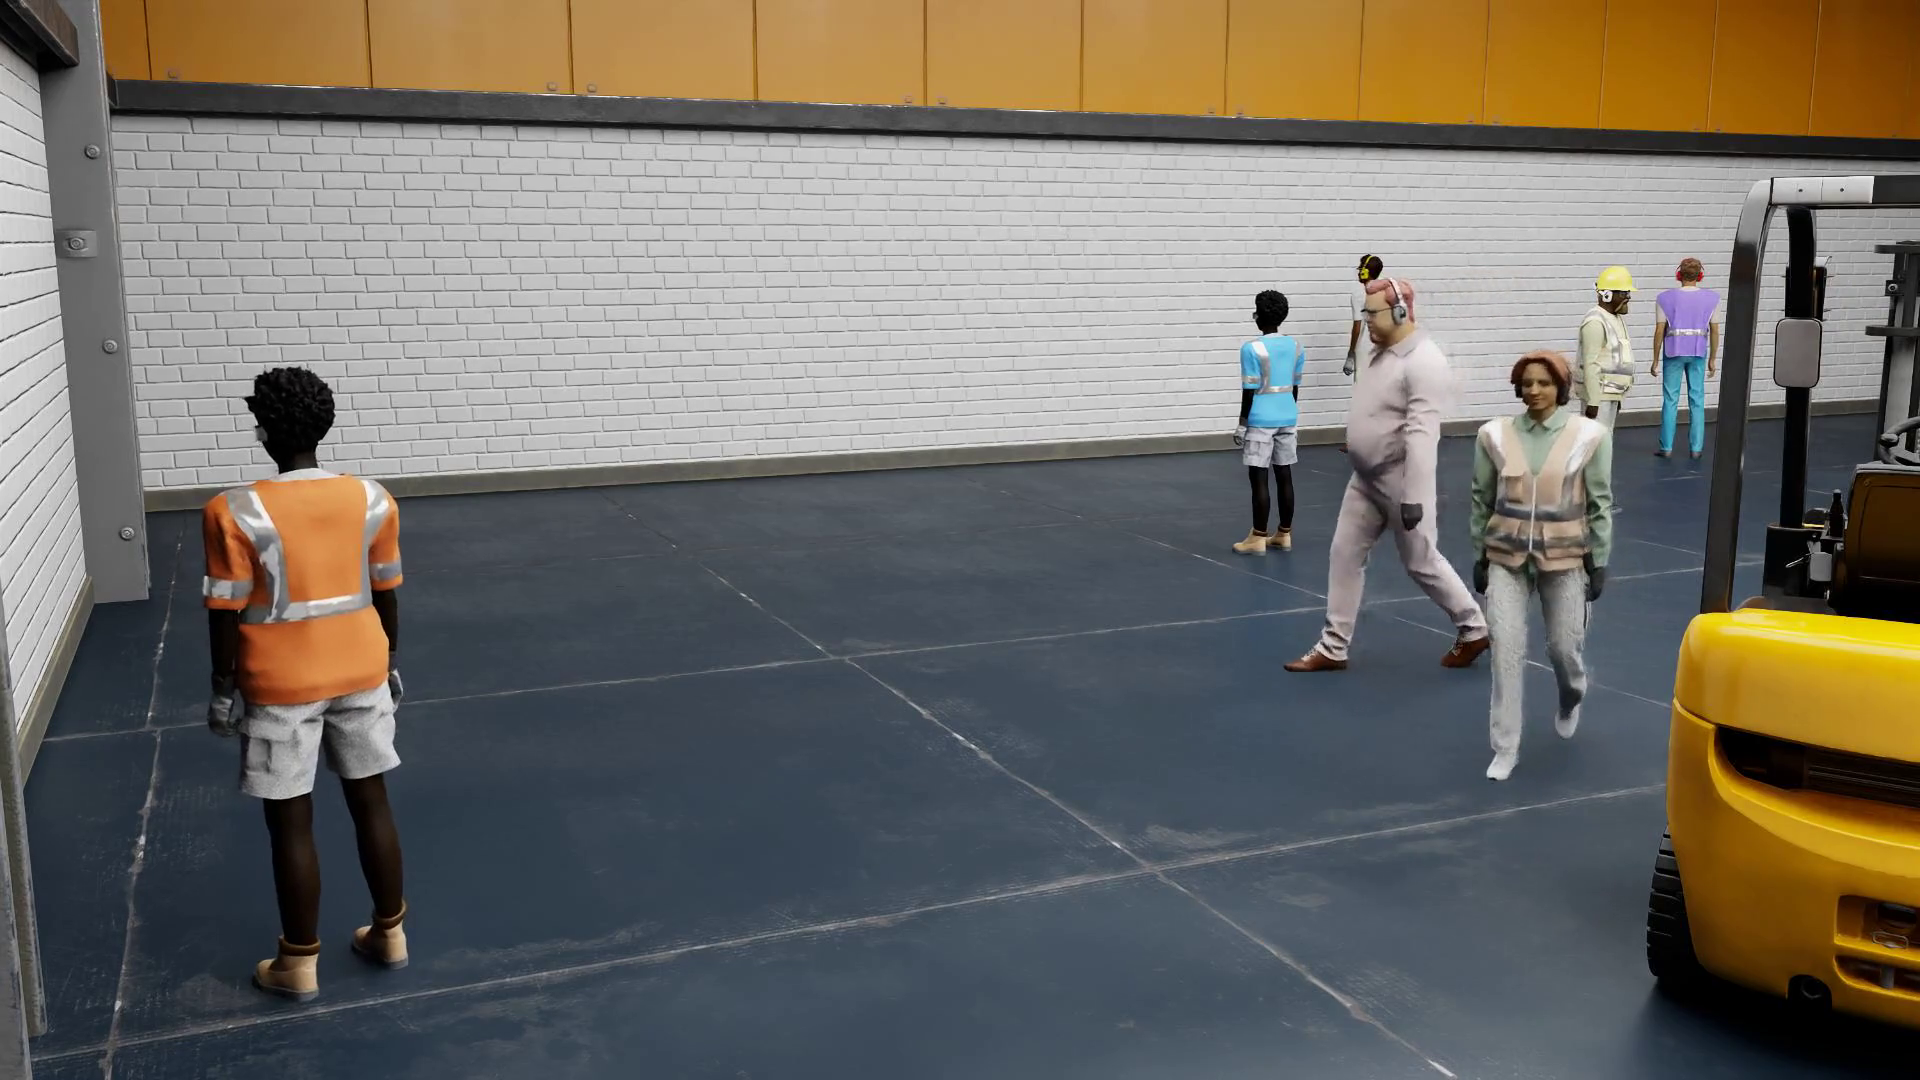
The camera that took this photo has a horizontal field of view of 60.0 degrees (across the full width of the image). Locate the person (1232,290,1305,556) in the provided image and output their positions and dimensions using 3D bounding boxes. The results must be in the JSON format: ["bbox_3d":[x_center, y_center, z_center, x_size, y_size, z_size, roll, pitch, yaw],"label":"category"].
[{"bbox_3d":[1.974,-0.747,10.669,0.532,1.696,0.319,-8,13,-36],"label":"person"}]

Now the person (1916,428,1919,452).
[{"bbox_3d":[4.498,-0.260,7.754,0.545,1.775,0.993,-7,12,-32],"label":"person"}]

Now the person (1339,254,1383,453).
[{"bbox_3d":[3.824,-1.741,15.656,0.521,1.876,0.325,-7,12,-33],"label":"person"}]

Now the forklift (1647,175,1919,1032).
[{"bbox_3d":[2.810,0.094,4.662,1.214,2.155,2.313,7,12,34],"label":"forklift"}]

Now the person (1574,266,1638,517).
[{"bbox_3d":[4.686,-1.070,12.108,0.403,1.825,0.591,7,12,34],"label":"person"}]

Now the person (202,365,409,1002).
[{"bbox_3d":[-1.735,0.383,4.464,0.319,1.692,0.542,9,13,39],"label":"person"}]

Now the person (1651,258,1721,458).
[{"bbox_3d":[6.668,-1.666,15.320,0.564,1.846,0.391,2,11,13],"label":"person"}]

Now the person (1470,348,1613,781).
[{"bbox_3d":[2.212,0.077,6.332,0.517,1.628,0.577,6,12,29],"label":"person"}]

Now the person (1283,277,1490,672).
[{"bbox_3d":[2.060,-0.285,7.701,0.967,1.860,0.648,-3,11,-14],"label":"person"}]
